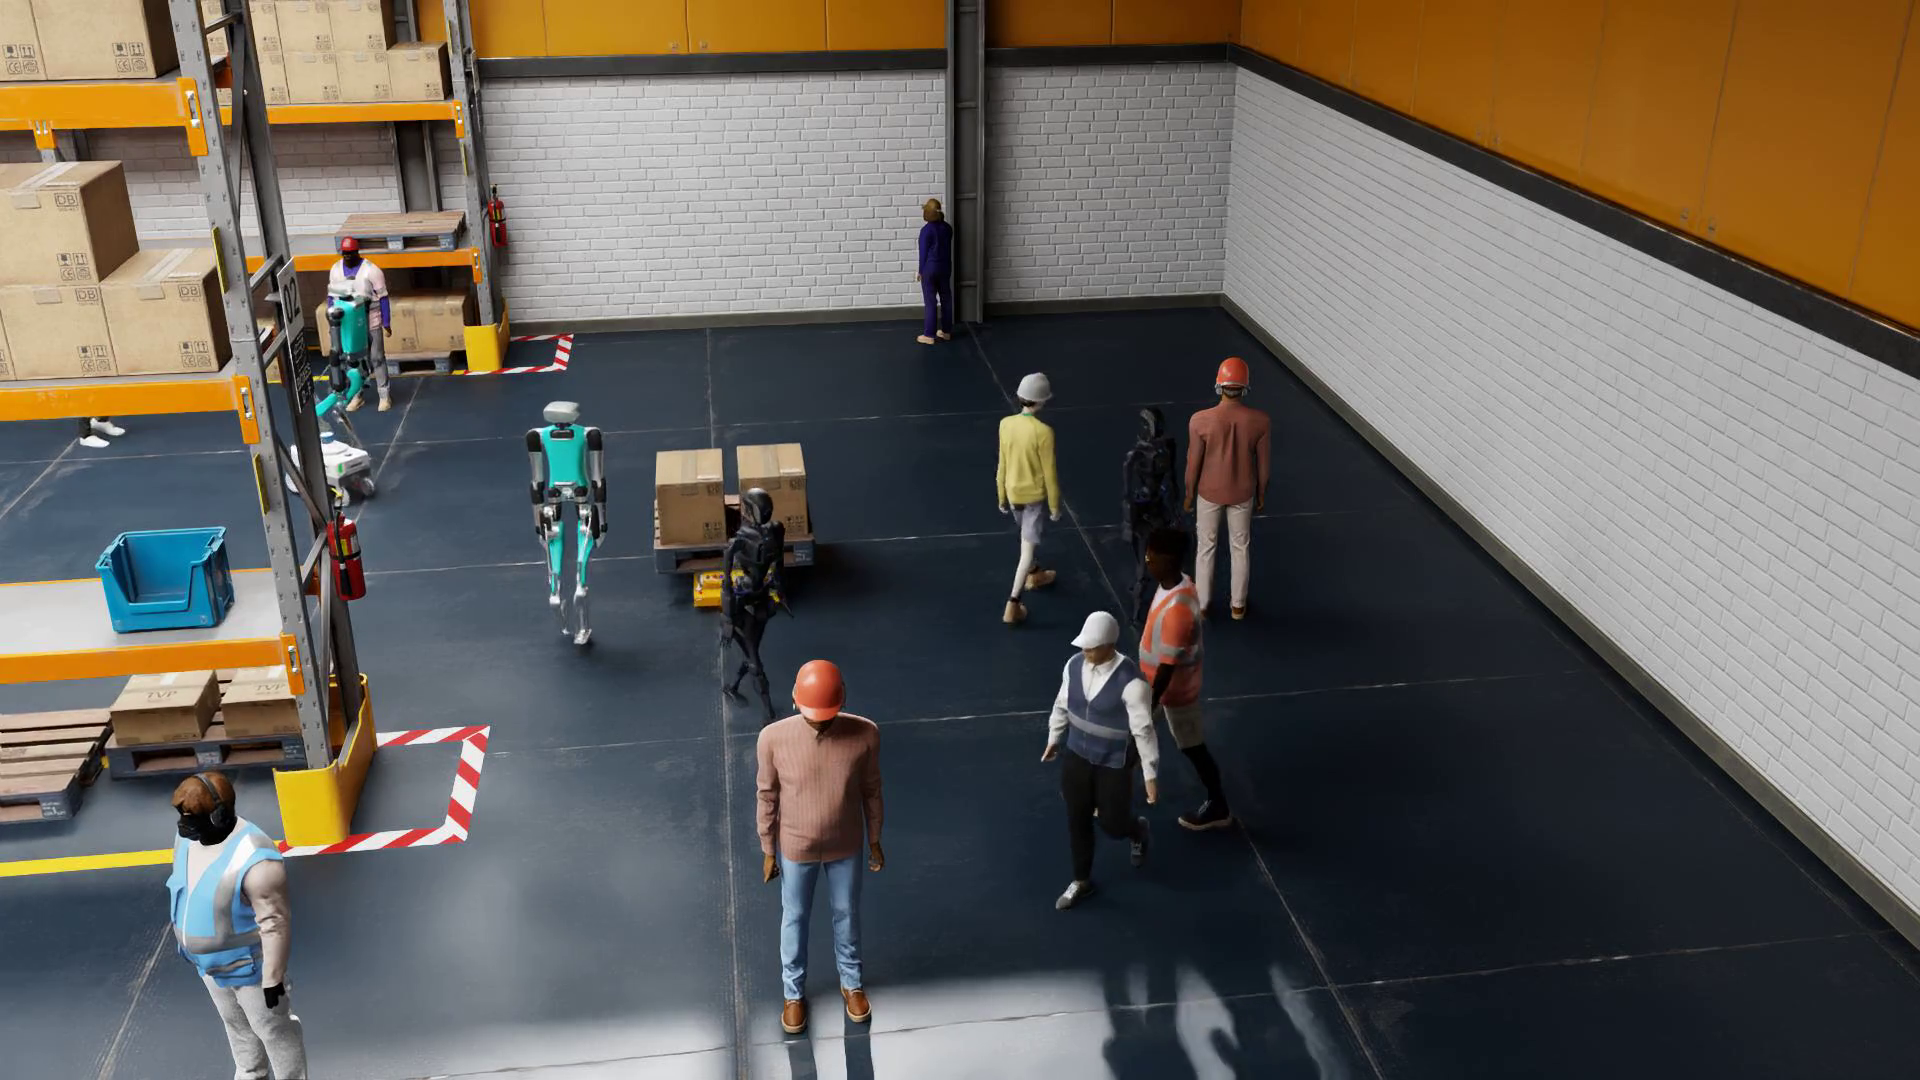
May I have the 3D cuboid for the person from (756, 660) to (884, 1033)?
[{"bbox_3d":[-0.658,1.452,7.957,0.610,1.985,0.390,-5,24,-12],"label":"person"}]

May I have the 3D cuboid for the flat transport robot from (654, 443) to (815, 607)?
[{"bbox_3d":[-1.774,0.130,13.100,0.659,0.231,1.431,-3,24,-8],"label":"flat transport robot"}]

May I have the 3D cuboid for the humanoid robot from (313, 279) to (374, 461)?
[{"bbox_3d":[-5.596,-1.486,14.936,0.708,1.758,0.530,7,25,16],"label":"humanoid robot"}]

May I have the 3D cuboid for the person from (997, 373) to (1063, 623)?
[{"bbox_3d":[0.511,-0.349,12.254,0.501,1.827,0.936,17,29,33],"label":"person"}]

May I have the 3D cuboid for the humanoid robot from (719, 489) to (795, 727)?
[{"bbox_3d":[-1.328,0.419,10.732,0.752,1.636,0.602,18,29,35],"label":"humanoid robot"}]

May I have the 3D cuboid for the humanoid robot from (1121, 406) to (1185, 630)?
[{"bbox_3d":[1.374,-0.192,12.136,0.589,1.650,0.533,-20,31,-38],"label":"humanoid robot"}]

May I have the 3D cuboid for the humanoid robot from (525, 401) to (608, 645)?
[{"bbox_3d":[-2.749,-0.020,11.645,0.532,1.778,0.807,-1,24,-3],"label":"humanoid robot"}]

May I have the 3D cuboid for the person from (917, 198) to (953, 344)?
[{"bbox_3d":[-0.286,-3.003,18.550,0.450,1.624,0.332,-20,31,-38],"label":"person"}]

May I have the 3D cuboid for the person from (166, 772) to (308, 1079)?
[{"bbox_3d":[-3.165,1.828,7.278,0.624,1.844,0.429,14,27,29],"label":"person"}]

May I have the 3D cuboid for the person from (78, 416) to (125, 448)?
[{"bbox_3d":[-8.103,-1.750,15.443,0.440,1.840,0.547,1,24,2],"label":"person"}]

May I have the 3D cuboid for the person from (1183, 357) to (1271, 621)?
[{"bbox_3d":[1.925,-0.356,12.063,0.620,1.993,0.379,-1,24,-3],"label":"person"}]

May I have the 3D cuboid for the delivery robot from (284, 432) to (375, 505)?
[{"bbox_3d":[-5.502,-0.649,14.516,0.774,0.592,0.499,15,28,30],"label":"delivery robot"}]

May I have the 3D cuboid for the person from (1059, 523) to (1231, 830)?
[{"bbox_3d":[1.129,0.810,9.507,1.018,1.911,0.616,-1,24,-1],"label":"person"}]

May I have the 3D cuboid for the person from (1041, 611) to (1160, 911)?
[{"bbox_3d":[0.796,1.151,8.933,0.755,1.743,0.607,17,29,33],"label":"person"}]

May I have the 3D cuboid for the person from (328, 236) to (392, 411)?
[{"bbox_3d":[-5.910,-2.123,16.385,0.610,1.755,0.419,0,24,0],"label":"person"}]
